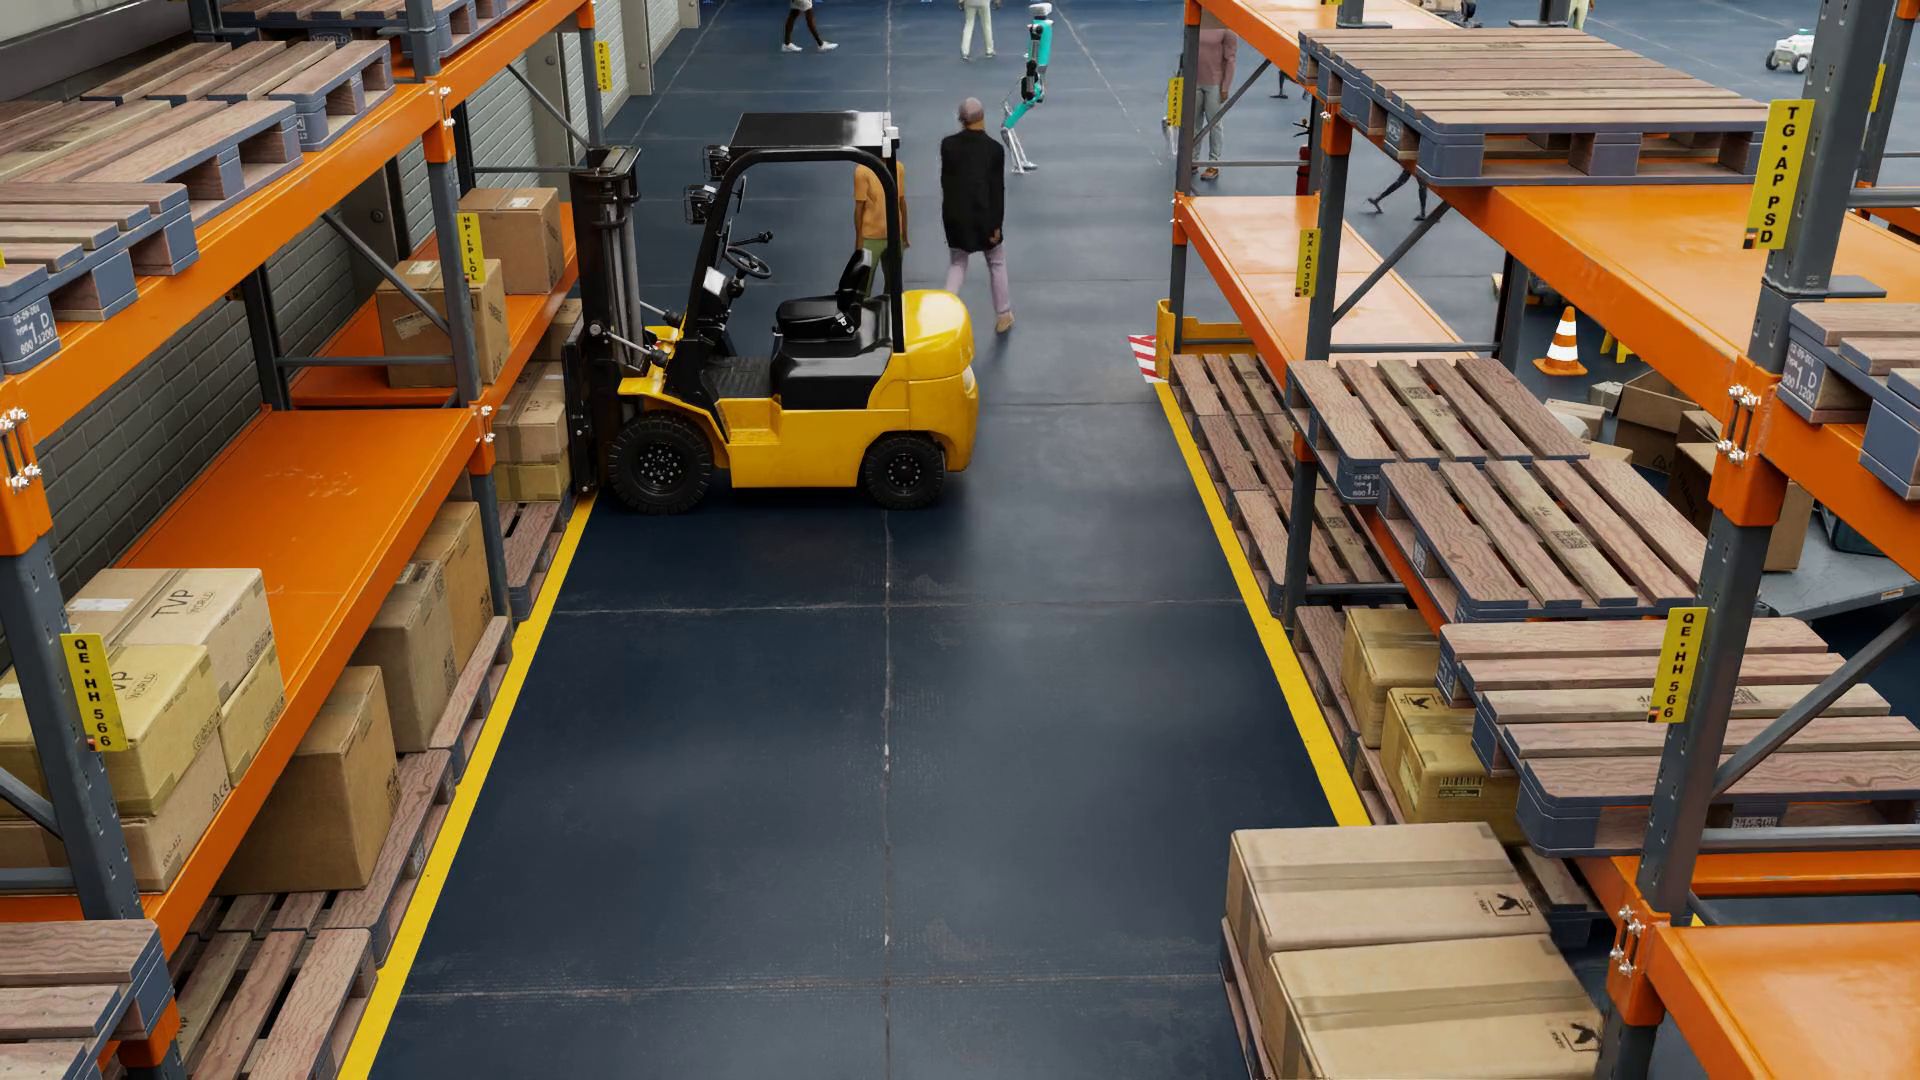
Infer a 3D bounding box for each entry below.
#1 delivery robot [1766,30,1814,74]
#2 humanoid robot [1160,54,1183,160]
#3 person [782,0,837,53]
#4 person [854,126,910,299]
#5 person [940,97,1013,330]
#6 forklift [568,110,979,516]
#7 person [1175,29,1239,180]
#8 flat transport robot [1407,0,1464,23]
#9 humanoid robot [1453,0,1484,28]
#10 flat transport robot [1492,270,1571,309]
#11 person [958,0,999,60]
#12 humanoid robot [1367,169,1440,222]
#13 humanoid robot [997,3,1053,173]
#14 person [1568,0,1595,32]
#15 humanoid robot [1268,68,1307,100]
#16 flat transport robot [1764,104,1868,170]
[{"bbox_3d":[11.949,-6.971,23.714,0.753,0.579,0.499,-14,29,-28],"label":"delivery robot"},{"bbox_3d":[2.471,-5.016,18.291,0.542,1.843,0.788,-19,31,-34],"label":"humanoid robot"},{"bbox_3d":[-2.291,-8.272,24.958,0.955,1.857,0.561,2,25,5],"label":"person"},{"bbox_3d":[-0.570,-2.247,12.380,0.449,1.713,0.384,-15,29,-29],"label":"person"},{"bbox_3d":[0.110,-2.450,12.669,0.541,1.821,0.663,6,26,12],"label":"person"},{"bbox_3d":[-1.043,-1.379,9.976,2.313,2.155,1.214,-1,25,-2],"label":"forklift"},{"bbox_3d":[2.590,-4.786,17.485,0.630,1.940,0.373,21,32,37],"label":"person"},{"bbox_3d":[7.504,-8.378,27.044,0.659,0.231,1.431,10,27,20],"label":"flat transport robot"},{"bbox_3d":[5.679,-5.322,18.927,0.589,1.638,0.502,-8,26,-17],"label":"humanoid robot"},{"bbox_3d":[5.177,-2.098,13.746,1.431,0.231,0.659,4,26,9],"label":"flat transport robot"},{"bbox_3d":[0.287,-7.950,24.465,0.594,1.714,0.754,9,27,19],"label":"person"},{"bbox_3d":[4.340,-3.889,15.963,0.764,1.653,0.600,13,28,26],"label":"humanoid robot"},{"bbox_3d":[0.639,-4.819,17.789,0.678,1.792,0.530,7,26,15],"label":"humanoid robot"},{"bbox_3d":[8.783,-7.716,23.745,0.542,1.892,0.394,1,25,3],"label":"person"},{"bbox_3d":[4.329,-6.536,21.508,0.561,1.632,0.614,11,28,23],"label":"humanoid robot"},{"bbox_3d":[8.819,-3.956,17.681,0.659,0.231,1.431,3,25,6],"label":"flat transport robot"}]
